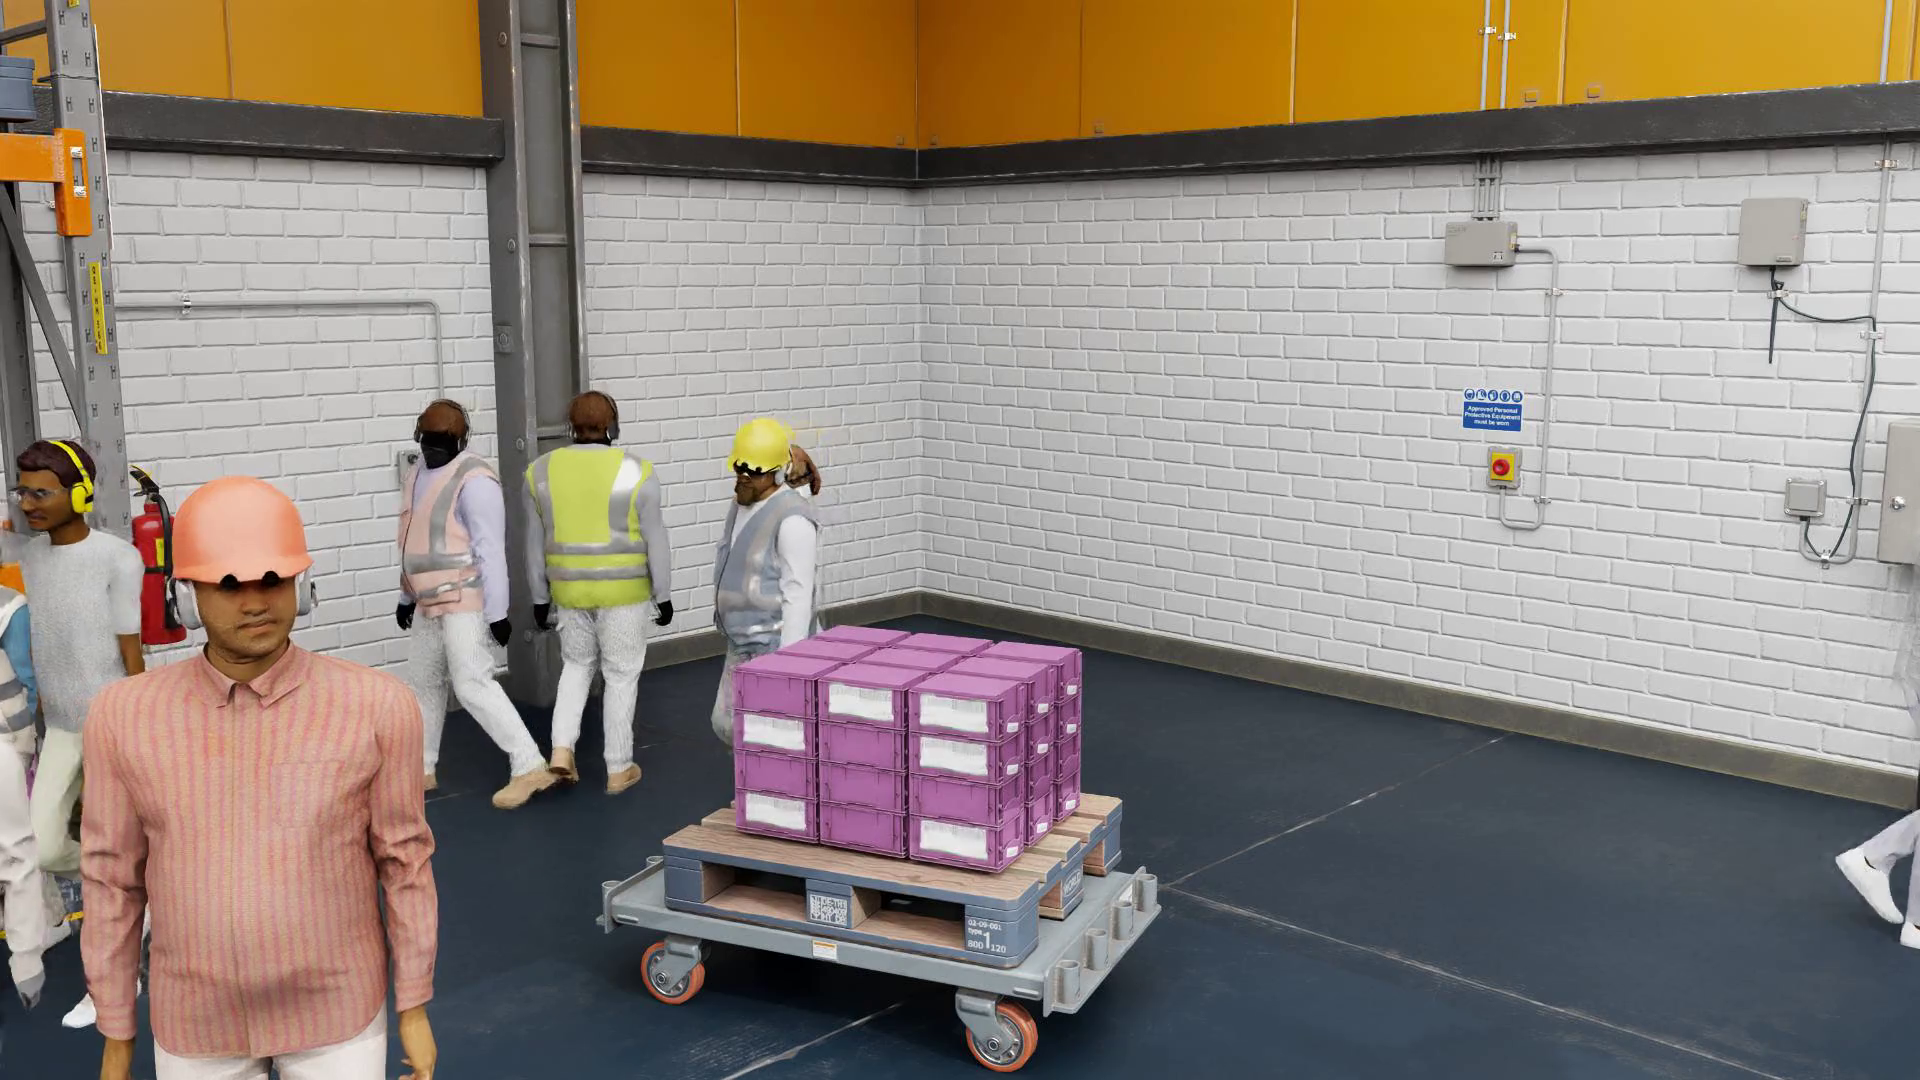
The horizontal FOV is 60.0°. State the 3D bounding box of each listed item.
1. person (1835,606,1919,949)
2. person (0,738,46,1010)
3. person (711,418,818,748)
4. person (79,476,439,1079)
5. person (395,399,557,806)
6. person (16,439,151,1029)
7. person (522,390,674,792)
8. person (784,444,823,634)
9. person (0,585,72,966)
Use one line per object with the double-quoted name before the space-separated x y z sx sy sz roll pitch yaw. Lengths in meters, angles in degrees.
"person" 3.370 0.527 5.681 0.452 1.850 0.541 8 12 39
"person" -2.333 0.949 3.779 0.505 1.620 0.434 0 9 3
"person" -0.765 0.396 6.636 0.445 1.793 0.612 -5 10 -27
"person" -1.293 0.871 3.105 0.622 1.995 0.376 -2 10 -13
"person" -2.231 0.276 7.355 0.620 1.818 0.712 -8 12 -40
"person" -2.729 0.594 5.267 0.520 1.850 0.462 3 10 18
"person" -1.613 0.242 7.475 0.640 1.830 0.429 2 9 10
"person" -0.740 0.361 7.461 0.355 1.602 0.554 2 9 12
"person" -3.226 0.697 5.385 0.524 1.598 0.837 3 10 17
